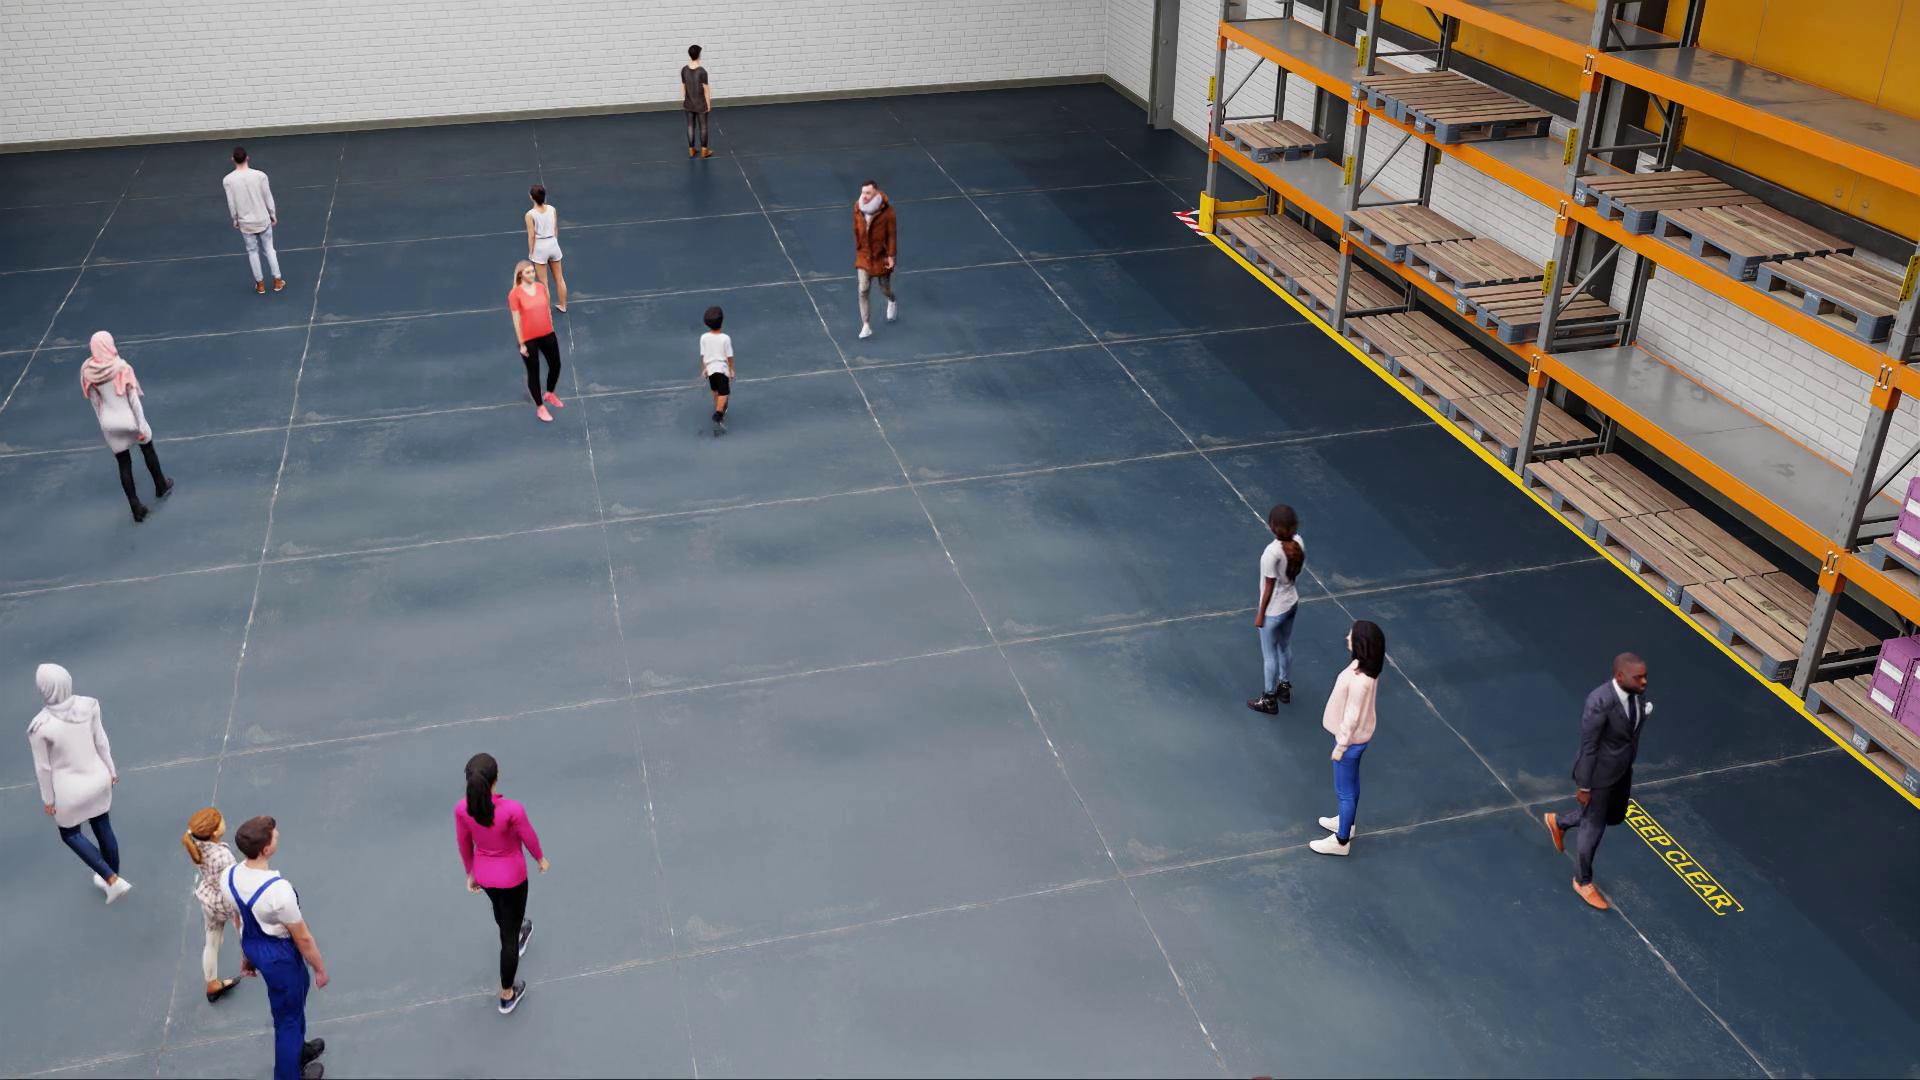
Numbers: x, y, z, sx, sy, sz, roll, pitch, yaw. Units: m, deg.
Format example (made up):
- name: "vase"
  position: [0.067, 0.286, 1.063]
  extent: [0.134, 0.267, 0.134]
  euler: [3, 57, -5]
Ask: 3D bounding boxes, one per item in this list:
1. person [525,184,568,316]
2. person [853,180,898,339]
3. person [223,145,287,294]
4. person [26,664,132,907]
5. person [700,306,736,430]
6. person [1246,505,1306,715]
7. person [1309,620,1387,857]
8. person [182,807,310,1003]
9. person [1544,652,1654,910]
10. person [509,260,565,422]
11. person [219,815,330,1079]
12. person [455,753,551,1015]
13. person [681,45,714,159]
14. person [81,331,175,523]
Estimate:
- name: "person"
  position: [-4.949, -3.463, 19.855]
  extent: [0.662, 1.605, 0.694]
  euler: [-25, 37, -38]
- name: "person"
  position: [-0.963, -3.290, 19.328]
  extent: [1.023, 1.806, 1.229]
  euler: [7, 29, 12]
- name: "person"
  position: [-8.712, -3.965, 20.530]
  extent: [0.708, 1.841, 0.603]
  euler: [-11, 31, -19]
- name: "person"
  position: [-5.475, 1.581, 10.436]
  extent: [0.915, 1.770, 0.847]
  euler: [18, 34, 30]
- name: "person"
  position: [-2.503, -1.758, 17.111]
  extent: [0.705, 1.240, 0.904]
  euler: [4, 29, 8]
- name: "person"
  position: [2.383, 0.510, 12.451]
  extent: [0.682, 1.721, 0.661]
  euler: [24, 37, 37]
- name: "person"
  position: [2.587, 1.296, 10.959]
  extent: [0.781, 1.770, 0.695]
  euler: [12, 31, 21]
- name: "person"
  position: [-4.421, 2.185, 9.845]
  extent: [0.911, 1.276, 0.958]
  euler: [17, 33, 28]
- name: "person"
  position: [4.046, 1.453, 10.629]
  extent: [0.876, 1.810, 1.004]
  euler: [-19, 34, -31]
- name: "person"
  position: [-4.446, -2.092, 17.255]
  extent: [0.740, 1.687, 0.787]
  euler: [-24, 37, -37]
- name: "person"
  position: [-3.770, 2.332, 8.995]
  extent: [0.817, 1.831, 0.875]
  euler: [13, 31, 22]
- name: "person"
  position: [-2.711, 2.036, 9.705]
  extent: [0.845, 1.671, 1.035]
  euler: [6, 29, 11]
- name: "person"
  position: [-4.119, -6.844, 25.941]
  extent: [0.699, 1.713, 0.721]
  euler: [9, 30, 16]
- name: "person"
  position: [-7.663, -1.003, 15.165]
  extent: [0.706, 1.779, 0.987]
  euler: [-5, 29, -9]
